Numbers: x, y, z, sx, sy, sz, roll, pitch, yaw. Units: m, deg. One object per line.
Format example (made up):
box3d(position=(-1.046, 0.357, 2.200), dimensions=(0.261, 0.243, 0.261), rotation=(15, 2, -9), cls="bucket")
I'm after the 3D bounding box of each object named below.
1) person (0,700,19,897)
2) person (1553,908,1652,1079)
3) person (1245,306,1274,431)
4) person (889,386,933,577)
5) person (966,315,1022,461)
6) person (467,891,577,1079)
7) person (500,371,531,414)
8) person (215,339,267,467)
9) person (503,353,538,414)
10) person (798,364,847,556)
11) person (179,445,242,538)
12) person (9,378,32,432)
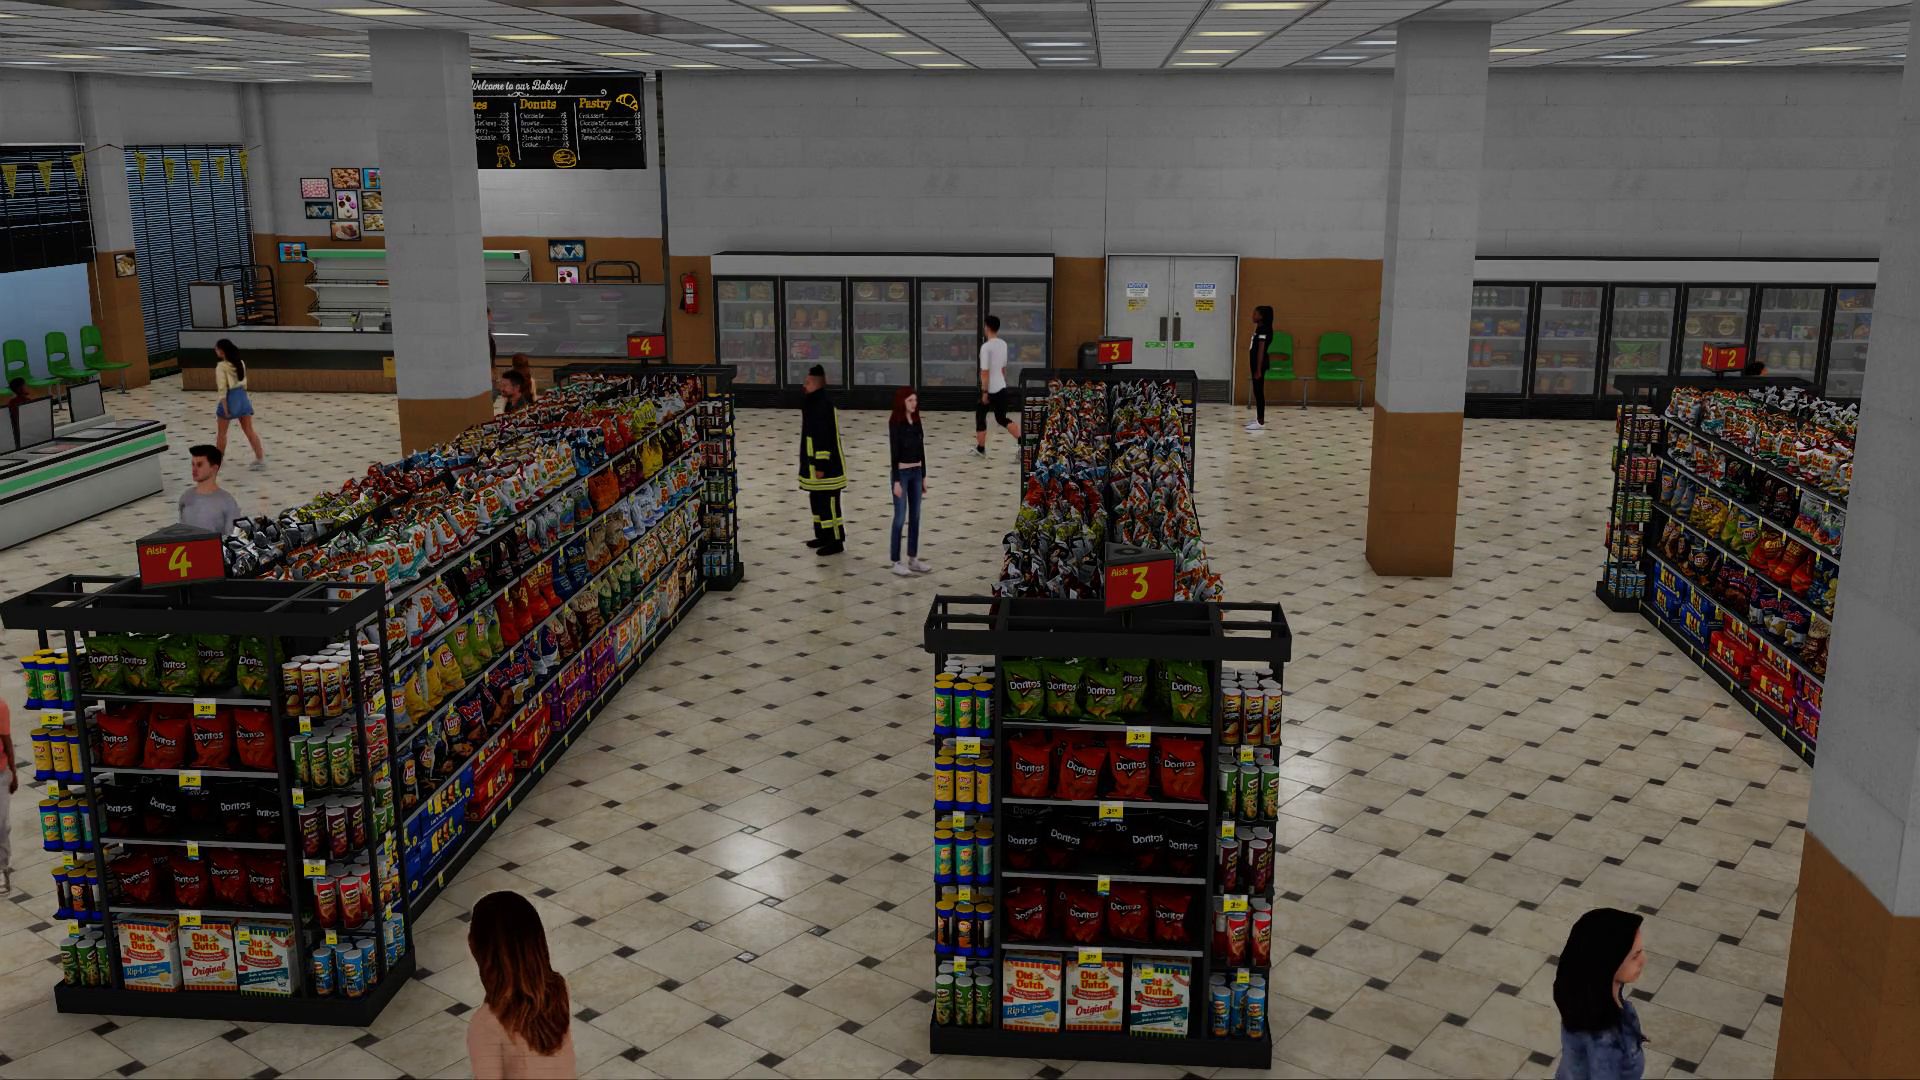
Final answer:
box3d(position=(-5.346, 1.264, 9.086), dimensions=(0.701, 1.295, 0.871), rotation=(-6, 15, -22), cls="person")
box3d(position=(1.845, 1.982, 5.225), dimensions=(0.863, 1.720, 1.165), rotation=(4, 14, 18), cls="person")
box3d(position=(4.215, -2.431, 23.400), dimensions=(0.652, 1.729, 0.476), rotation=(1, 14, 5), cls="person")
box3d(position=(-0.506, -0.559, 15.551), dimensions=(0.735, 1.790, 0.661), rotation=(12, 18, 41), cls="person")
box3d(position=(0.498, -1.888, 20.962), dimensions=(1.162, 1.823, 1.211), rotation=(11, 18, 39), cls="person")
box3d(position=(-1.272, 1.976, 5.176), dimensions=(1.000, 1.754, 1.094), rotation=(8, 16, 31), cls="person")
box3d(position=(-4.167, -0.706, 16.087), dimensions=(1.229, 1.823, 1.215), rotation=(-10, 17, -35), cls="person")
box3d(position=(-8.863, -1.649, 20.473), dimensions=(0.980, 1.589, 1.145), rotation=(6, 15, 24), cls="person")
box3d(position=(-4.985, -1.307, 19.063), dimensions=(1.047, 1.589, 1.071), rotation=(-13, 19, -42), cls="person")
box3d(position=(-1.349, -0.802, 16.413), dimensions=(0.919, 1.856, 0.801), rotation=(-5, 14, -19), cls="person")
box3d(position=(-5.391, 0.229, 12.125), dimensions=(0.868, 1.873, 1.099), rotation=(5, 15, 20), cls="person")
box3d(position=(-11.083, -1.297, 19.732), dimensions=(0.512, 1.254, 0.490), rotation=(2, 14, 8), cls="person")
